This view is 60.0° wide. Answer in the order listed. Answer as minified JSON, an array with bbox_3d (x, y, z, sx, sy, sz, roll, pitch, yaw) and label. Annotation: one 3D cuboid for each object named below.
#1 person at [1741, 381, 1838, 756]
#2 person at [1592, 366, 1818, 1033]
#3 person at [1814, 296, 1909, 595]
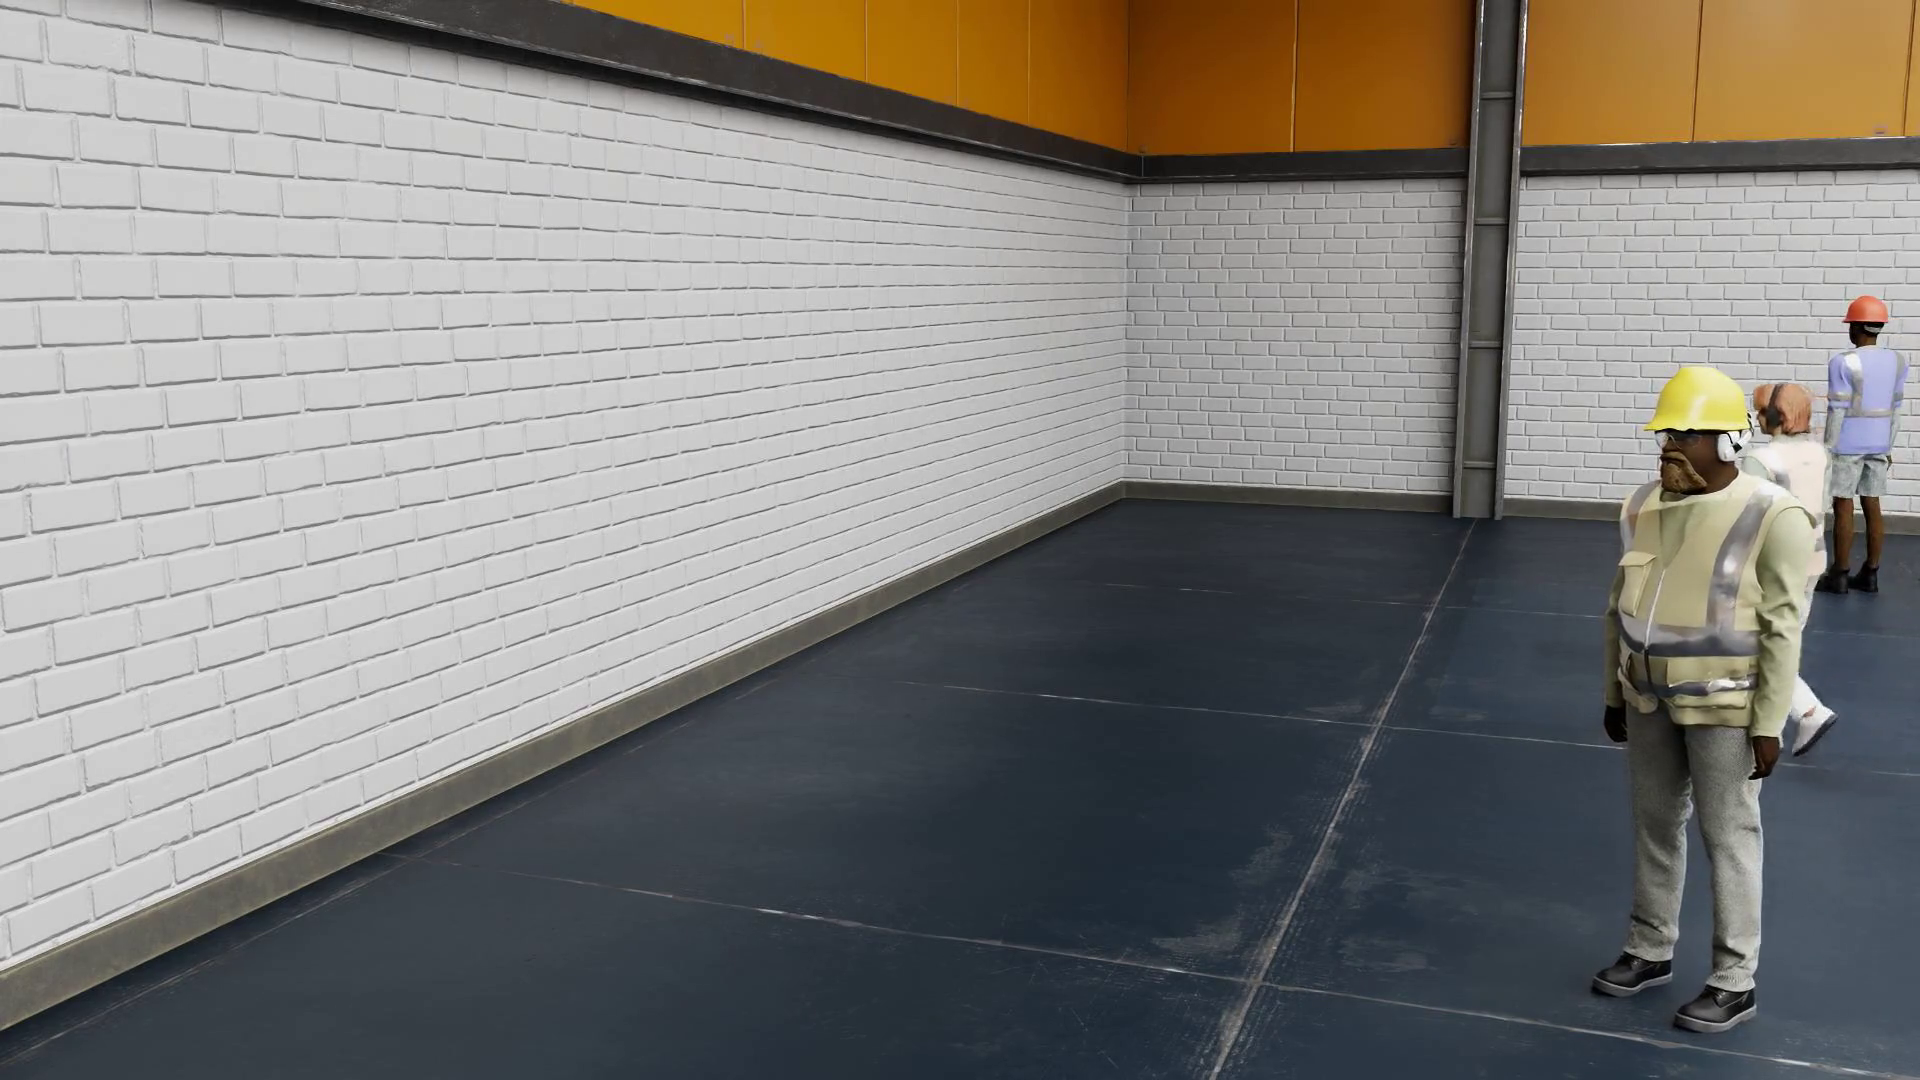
[{"bbox_3d":[3.542,0.144,7.071,0.527,1.627,0.507,-4,10,-26],"label":"person"},{"bbox_3d":[2.036,0.432,4.637,0.403,1.827,0.596,-5,10,-27],"label":"person"},{"bbox_3d":[5.823,-0.610,10.809,0.545,1.938,0.362,-2,9,-14],"label":"person"}]
